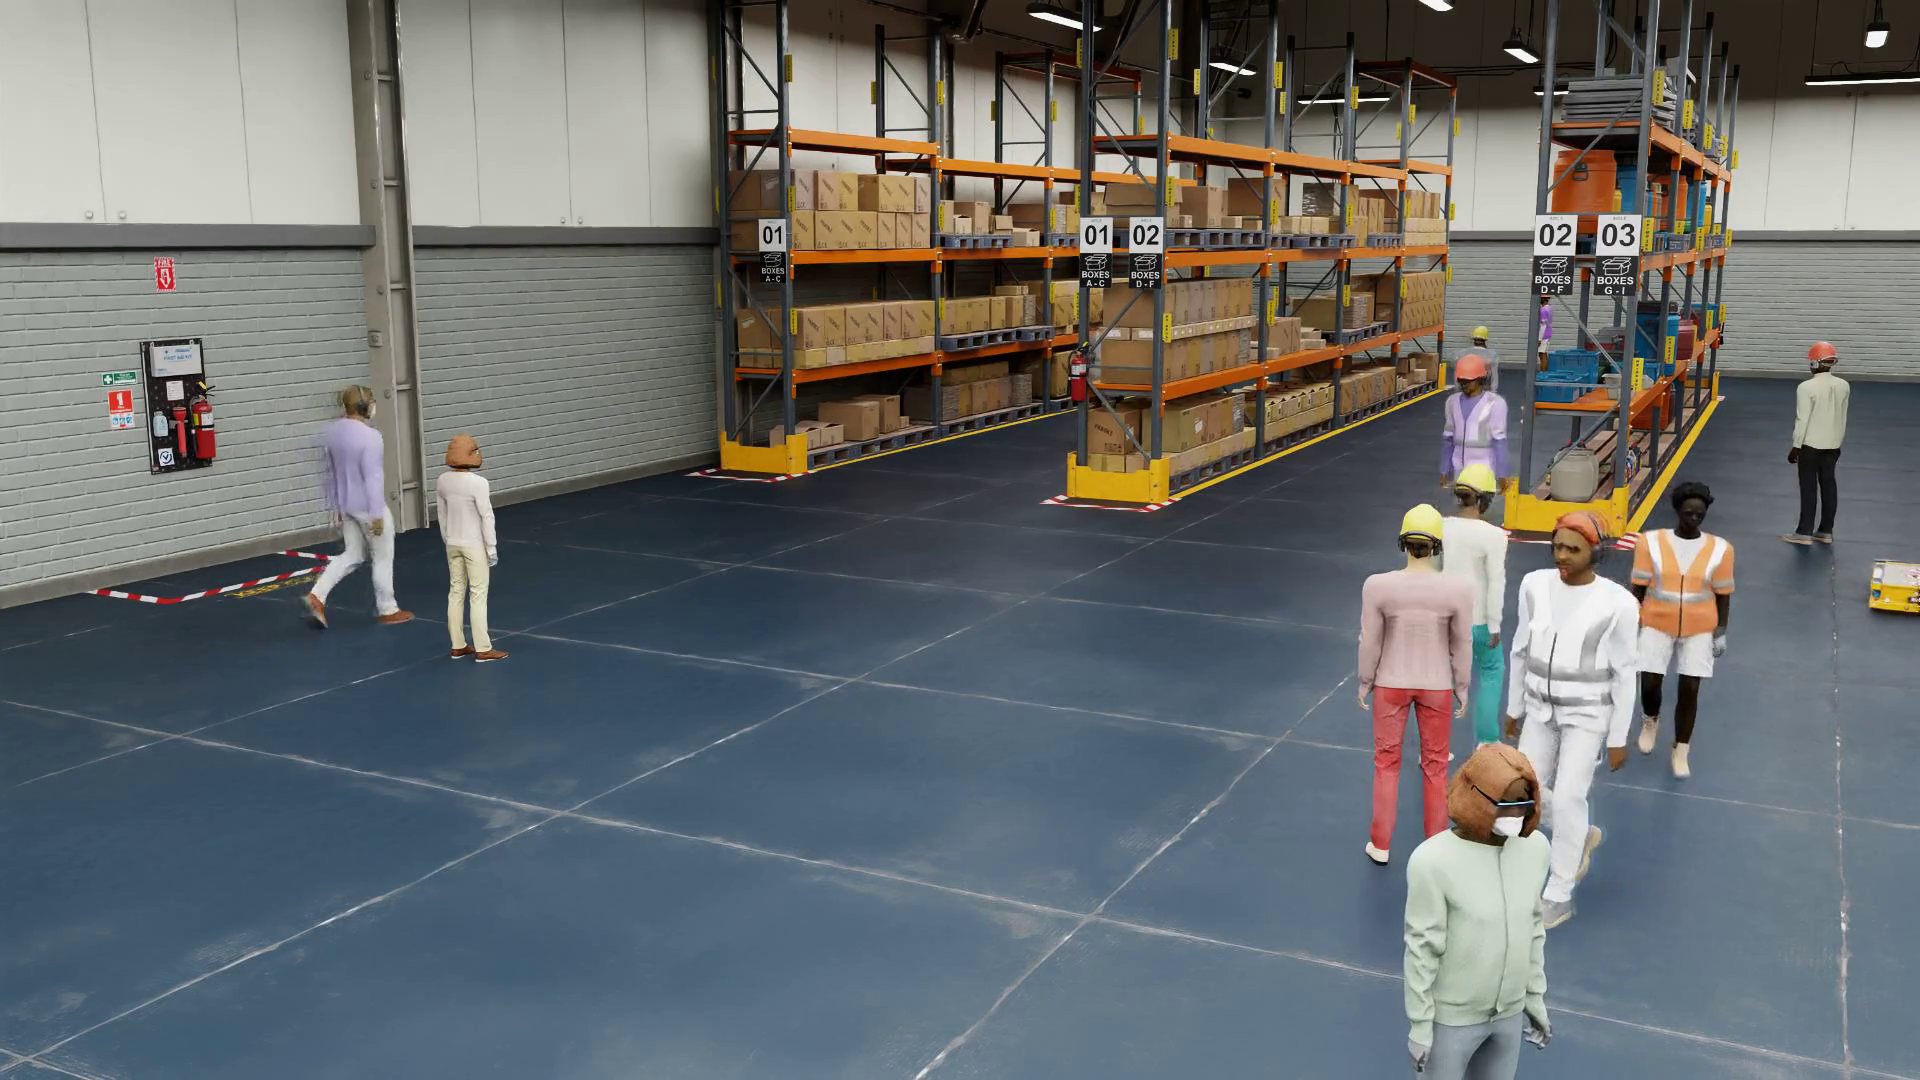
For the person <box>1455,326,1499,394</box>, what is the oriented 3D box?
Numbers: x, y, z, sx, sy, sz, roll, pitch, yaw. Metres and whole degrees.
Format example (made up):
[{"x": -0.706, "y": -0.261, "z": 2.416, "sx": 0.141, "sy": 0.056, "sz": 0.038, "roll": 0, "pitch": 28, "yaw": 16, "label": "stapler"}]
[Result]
[{"x": 7.103, "y": -2.049, "z": 22.928, "sx": 0.596, "sy": 1.802, "sz": 0.835, "roll": 5, "pitch": 11, "yaw": 24, "label": "person"}]

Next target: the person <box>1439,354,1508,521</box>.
[{"x": 4.459, "y": -0.621, "z": 14.527, "sx": 0.459, "sy": 2.016, "sz": 0.660, "roll": -7, "pitch": 13, "yaw": -34, "label": "person"}]

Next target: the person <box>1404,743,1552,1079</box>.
[{"x": 1.478, "y": 1.365, "z": 4.756, "sx": 0.499, "sy": 1.633, "sz": 0.281, "roll": -5, "pitch": 11, "yaw": -25, "label": "person"}]

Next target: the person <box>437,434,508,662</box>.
[{"x": -3.505, "y": 0.057, "z": 11.884, "sx": 0.501, "sy": 1.635, "sz": 0.276, "roll": 6, "pitch": 12, "yaw": 29, "label": "person"}]

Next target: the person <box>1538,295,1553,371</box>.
[{"x": 11.955, "y": -4.176, "z": 34.142, "sx": 0.357, "sy": 1.938, "sz": 0.542, "roll": 6, "pitch": 12, "yaw": 30, "label": "person"}]

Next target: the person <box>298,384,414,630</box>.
[{"x": -4.658, "y": -0.240, "z": 12.752, "sx": 0.634, "sy": 1.917, "sz": 0.819, "roll": 8, "pitch": 13, "yaw": 38, "label": "person"}]

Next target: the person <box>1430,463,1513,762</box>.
[{"x": 2.947, "y": 0.424, "z": 9.571, "sx": 0.728, "sy": 1.737, "sz": 0.543, "roll": -8, "pitch": 13, "yaw": -38, "label": "person"}]

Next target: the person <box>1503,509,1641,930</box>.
[{"x": 2.719, "y": 0.771, "z": 7.349, "sx": 0.553, "sy": 1.866, "sz": 0.598, "roll": -8, "pitch": 13, "yaw": -36, "label": "person"}]

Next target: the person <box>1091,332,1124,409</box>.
[{"x": 2.314, "y": -2.499, "z": 24.991, "sx": 0.633, "sy": 1.932, "sz": 0.885, "roll": 10, "pitch": 14, "yaw": 43, "label": "person"}]

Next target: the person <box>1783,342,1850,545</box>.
[{"x": 8.434, "y": -0.950, "z": 16.390, "sx": 0.612, "sy": 1.994, "sz": 0.394, "roll": -3, "pitch": 11, "yaw": -18, "label": "person"}]

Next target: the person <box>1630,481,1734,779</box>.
[{"x": 4.049, "y": 0.491, "z": 9.369, "sx": 0.545, "sy": 1.682, "sz": 0.404, "roll": 4, "pitch": 11, "yaw": 19, "label": "person"}]

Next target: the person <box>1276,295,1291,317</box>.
[{"x": 7.670, "y": -4.981, "z": 39.362, "sx": 0.507, "sy": 1.632, "sz": 0.278, "roll": -5, "pitch": 12, "yaw": -26, "label": "person"}]

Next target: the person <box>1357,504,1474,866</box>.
[{"x": 2.180, "y": 0.704, "z": 8.001, "sx": 0.534, "sy": 1.767, "sz": 0.314, "roll": 2, "pitch": 11, "yaw": 12, "label": "person"}]

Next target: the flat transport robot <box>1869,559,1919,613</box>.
[{"x": 7.962, "y": 0.383, "z": 13.827, "sx": 0.652, "sy": 0.197, "sz": 1.431, "roll": 6, "pitch": 12, "yaw": 30, "label": "flat transport robot"}]
